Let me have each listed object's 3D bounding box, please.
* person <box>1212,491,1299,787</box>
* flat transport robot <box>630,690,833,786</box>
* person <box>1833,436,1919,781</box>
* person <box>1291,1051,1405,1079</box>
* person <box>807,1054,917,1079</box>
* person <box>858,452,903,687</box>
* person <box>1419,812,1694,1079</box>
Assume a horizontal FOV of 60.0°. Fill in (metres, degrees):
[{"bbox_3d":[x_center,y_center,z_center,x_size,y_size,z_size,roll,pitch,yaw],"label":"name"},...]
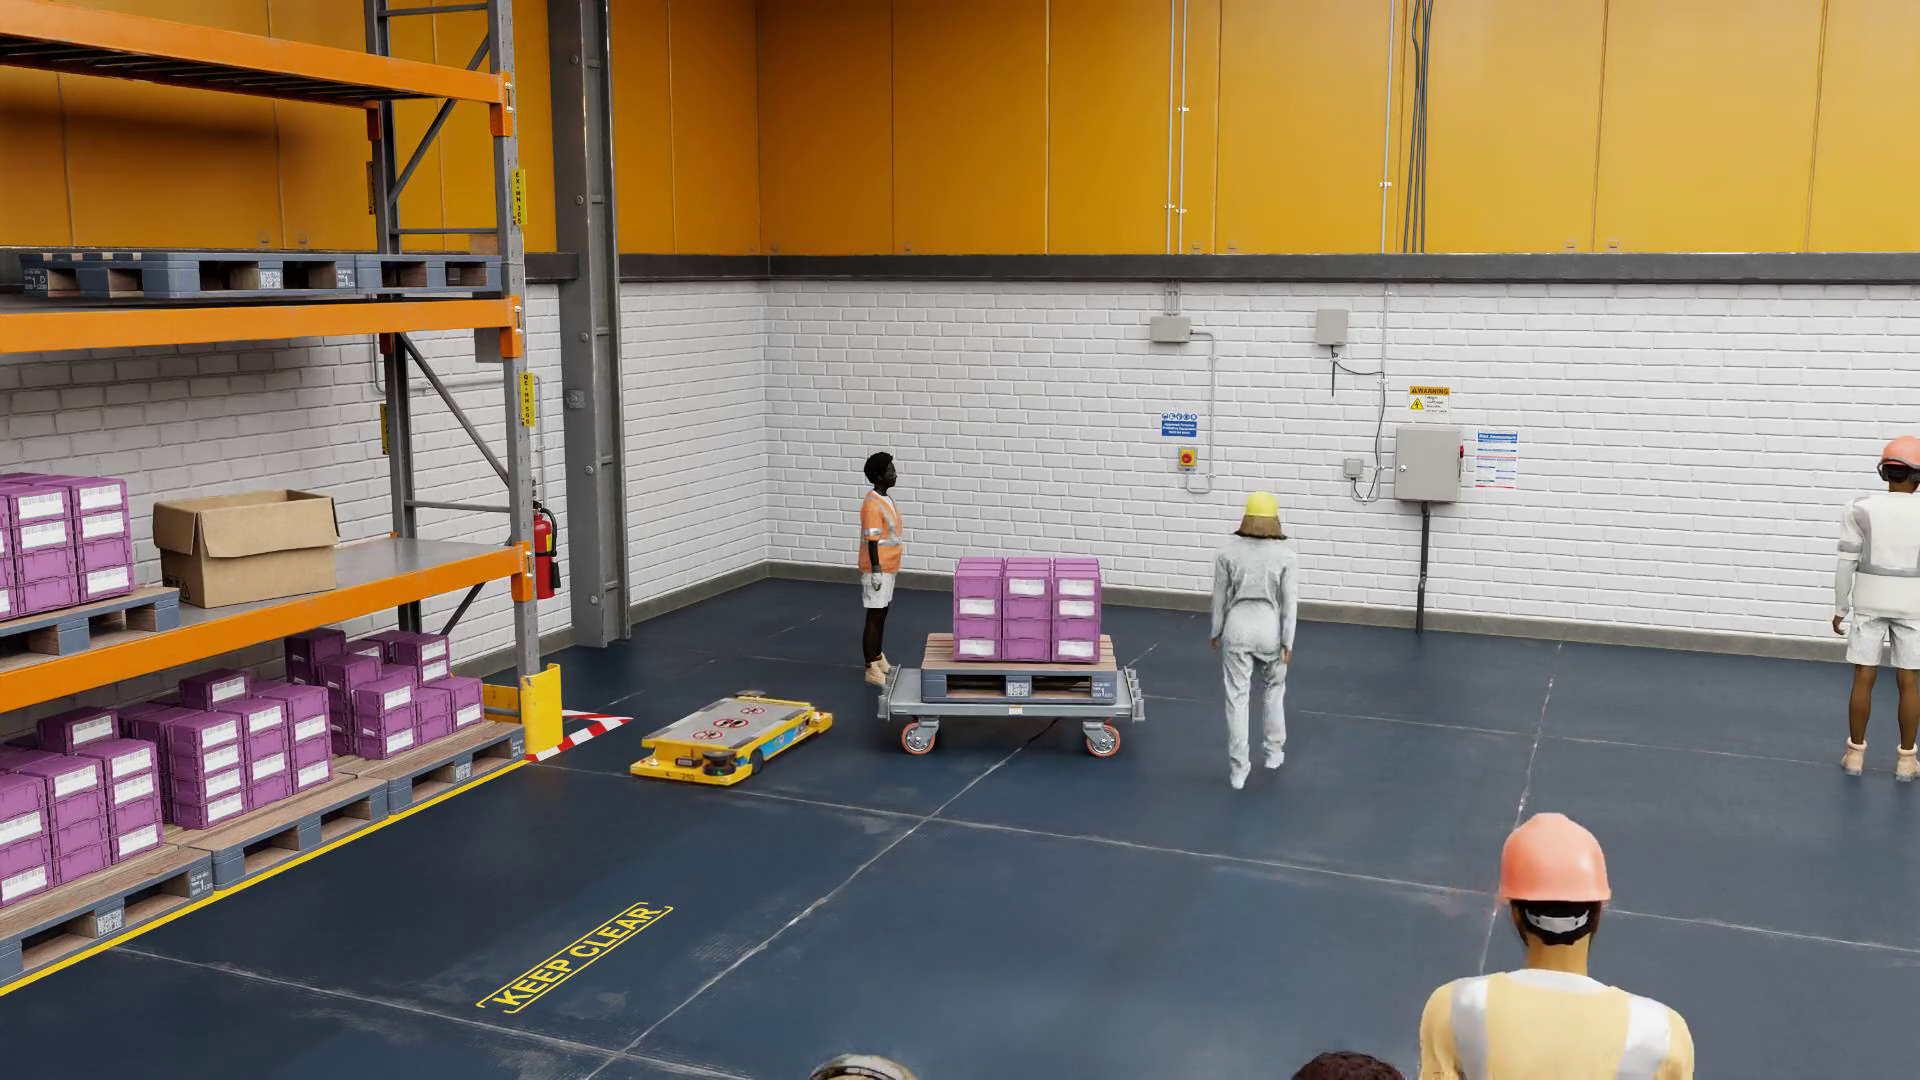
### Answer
[{"bbox_3d":[1.745,0.562,9.873,0.508,1.715,0.760,2,10,12],"label":"person"},{"bbox_3d":[-1.388,1.207,10.321,0.652,0.197,1.431,4,10,21],"label":"flat transport robot"},{"bbox_3d":[5.517,0.400,9.858,0.611,2.040,0.393,6,11,31],"label":"person"},{"bbox_3d":[0.514,1.659,2.710,0.616,1.888,0.837,1,9,5],"label":"person"},{"bbox_3d":[-0.115,1.651,2.672,0.663,1.913,0.559,1,9,8],"label":"person"},{"bbox_3d":[-0.571,0.205,12.073,0.317,1.700,0.539,1,9,9],"label":"person"},{"bbox_3d":[1.232,1.537,3.510,0.564,1.871,1.013,4,10,25],"label":"person"}]
